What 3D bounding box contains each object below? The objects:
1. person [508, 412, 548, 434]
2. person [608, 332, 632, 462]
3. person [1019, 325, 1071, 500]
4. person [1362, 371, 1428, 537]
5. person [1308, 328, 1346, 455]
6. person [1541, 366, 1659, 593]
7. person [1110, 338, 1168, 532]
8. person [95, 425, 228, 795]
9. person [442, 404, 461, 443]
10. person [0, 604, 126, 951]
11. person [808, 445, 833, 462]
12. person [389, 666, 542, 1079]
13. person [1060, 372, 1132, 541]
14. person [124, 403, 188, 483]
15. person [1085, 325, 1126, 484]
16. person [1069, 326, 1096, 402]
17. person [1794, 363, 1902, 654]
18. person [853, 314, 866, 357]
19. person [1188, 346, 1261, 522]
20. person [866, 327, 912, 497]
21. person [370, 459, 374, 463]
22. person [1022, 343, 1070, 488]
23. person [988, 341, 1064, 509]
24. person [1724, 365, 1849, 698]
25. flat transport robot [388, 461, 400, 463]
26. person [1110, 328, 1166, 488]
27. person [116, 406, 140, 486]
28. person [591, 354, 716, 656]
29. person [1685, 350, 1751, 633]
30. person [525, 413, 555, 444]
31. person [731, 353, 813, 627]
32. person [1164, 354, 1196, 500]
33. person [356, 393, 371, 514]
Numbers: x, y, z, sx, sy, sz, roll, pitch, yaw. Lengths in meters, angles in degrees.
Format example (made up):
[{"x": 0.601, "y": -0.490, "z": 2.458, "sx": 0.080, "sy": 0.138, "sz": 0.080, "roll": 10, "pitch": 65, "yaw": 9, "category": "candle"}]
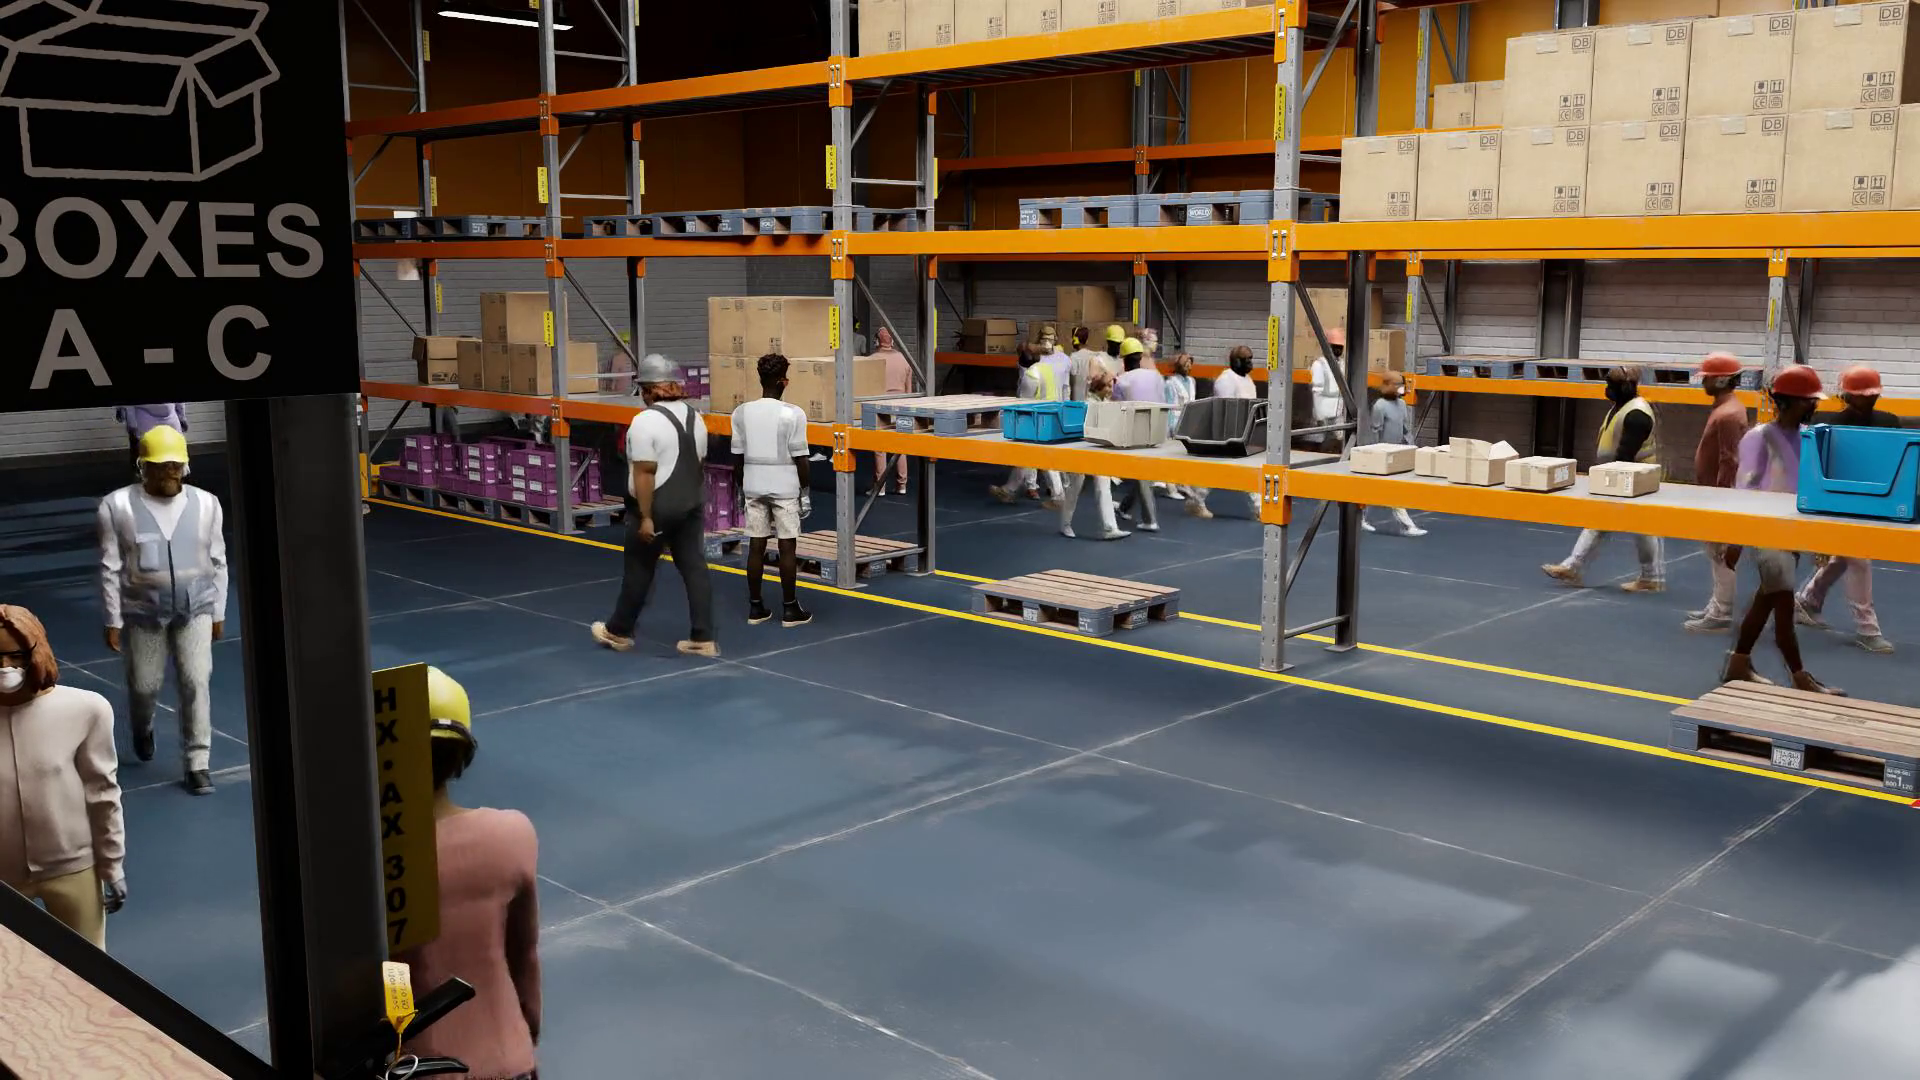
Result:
[{"x": -6.706, "y": -2.577, "z": 25.775, "sx": 0.662, "sy": 1.888, "sz": 0.492, "roll": 8, "pitch": 12, "yaw": 41, "category": "person"}, {"x": -4.417, "y": -1.877, "z": 21.950, "sx": 0.411, "sy": 1.728, "sz": 0.561, "roll": 4, "pitch": 10, "yaw": 21, "category": "person"}, {"x": 0.953, "y": -1.413, "z": 18.495, "sx": 0.635, "sy": 1.936, "sz": 0.353, "roll": -4, "pitch": 10, "yaw": -23, "category": "person"}, {"x": 4.140, "y": -0.834, "z": 16.002, "sx": 0.854, "sy": 1.587, "sz": 0.514, "roll": 8, "pitch": 12, "yaw": 41, "category": "person"}, {"x": 4.200, "y": -1.416, "z": 18.634, "sx": 0.568, "sy": 1.891, "sz": 0.930, "roll": -6, "pitch": 11, "yaw": -32, "category": "person"}, {"x": 5.124, "y": -0.467, "z": 13.127, "sx": 0.937, "sy": 1.794, "sz": 0.628, "roll": 1, "pitch": 9, "yaw": 4, "category": "person"}, {"x": 1.684, "y": -1.046, "z": 16.427, "sx": 0.600, "sy": 1.870, "sz": 0.981, "roll": -5, "pitch": 11, "yaw": -29, "category": "person"}, {"x": -3.930, "y": 0.324, "z": 8.225, "sx": 0.598, "sy": 1.812, "sz": 0.715, "roll": -6, "pitch": 11, "yaw": -34, "category": "person"}, {"x": -6.625, "y": -1.720, "z": 21.413, "sx": 0.775, "sy": 1.596, "sz": 0.511, "roll": -1, "pitch": 9, "yaw": -7, "category": "person"}, {"x": -2.672, "y": 0.978, "z": 4.790, "sx": 0.493, "sy": 1.625, "sz": 0.282, "roll": -5, "pitch": 10, "yaw": -28, "category": "person"}, {"x": -1.751, "y": -1.992, "z": 22.099, "sx": 0.593, "sy": 1.920, "sz": 0.391, "roll": 6, "pitch": 11, "yaw": 31, "category": "person"}, {"x": -1.103, "y": 1.135, "z": 3.506, "sx": 0.453, "sy": 1.735, "sz": 0.548, "roll": 8, "pitch": 12, "yaw": 42, "category": "person"}, {"x": 1.258, "y": -0.785, "z": 15.693, "sx": 0.824, "sy": 1.582, "sz": 0.586, "roll": 9, "pitch": 13, "yaw": 43, "category": "person"}, {"x": -8.686, "y": -1.303, "z": 17.999, "sx": 0.536, "sy": 1.882, "sz": 0.717, "roll": 7, "pitch": 12, "yaw": 38, "category": "person"}, {"x": 1.790, "y": -1.615, "z": 19.833, "sx": 0.618, "sy": 1.905, "sz": 0.509, "roll": -5, "pitch": 11, "yaw": -29, "category": "person"}, {"x": 1.524, "y": -1.741, "z": 20.793, "sx": 0.424, "sy": 1.854, "sz": 0.514, "roll": 7, "pitch": 12, "yaw": 38, "category": "person"}, {"x": 6.110, "y": -0.261, "z": 11.453, "sx": 0.625, "sy": 1.944, "sz": 1.036, "roll": -2, "pitch": 9, "yaw": -12, "category": "person"}, {"x": -1.654, "y": -2.552, "z": 25.676, "sx": 0.519, "sy": 1.873, "sz": 0.328, "roll": 2, "pitch": 10, "yaw": 14, "category": "person"}, {"x": 2.760, "y": -1.079, "z": 16.903, "sx": 0.972, "sy": 1.799, "sz": 0.622, "roll": 8, "pitch": 12, "yaw": 42, "category": "person"}, {"x": -0.850, "y": -1.435, "z": 18.725, "sx": 0.650, "sy": 1.906, "sz": 0.401, "roll": -6, "pitch": 11, "yaw": -33, "category": "person"}, {"x": -7.869, "y": -1.695, "z": 20.883, "sx": 0.531, "sy": 1.726, "sz": 0.856, "roll": 8, "pitch": 12, "yaw": 40, "category": "person"}, {"x": 1.070, "y": -1.431, "z": 19.302, "sx": 0.848, "sy": 1.712, "sz": 0.487, "roll": 8, "pitch": 13, "yaw": 42, "category": "person"}, {"x": 0.721, "y": -1.222, "z": 17.781, "sx": 0.979, "sy": 1.784, "sz": 0.637, "roll": 4, "pitch": 10, "yaw": 22, "category": "person"}, {"x": 4.919, "y": -0.024, "z": 9.798, "sx": 0.637, "sy": 1.995, "sz": 0.943, "roll": -5, "pitch": 10, "yaw": -27, "category": "person"}, {"x": -6.388, "y": -0.886, "z": 20.353, "sx": 0.652, "sy": 0.197, "sz": 1.431, "roll": 7, "pitch": 12, "yaw": 37, "category": "flat transport robot"}, {"x": 2.094, "y": -1.524, "z": 19.344, "sx": 0.706, "sy": 1.883, "sz": 0.667, "roll": 3, "pitch": 10, "yaw": 15, "category": "person"}, {"x": -9.380, "y": -1.559, "z": 19.211, "sx": 0.684, "sy": 2.000, "sz": 0.666, "roll": 0, "pitch": 9, "yaw": 2, "category": "person"}, {"x": -2.034, "y": -0.253, "z": 11.066, "sx": 0.972, "sy": 2.000, "sz": 0.701, "roll": 6, "pitch": 11, "yaw": 33, "category": "person"}, {"x": 5.357, "y": -0.343, "z": 11.763, "sx": 0.402, "sy": 1.990, "sz": 0.622, "roll": 4, "pitch": 10, "yaw": 25, "category": "person"}, {"x": -4.951, "y": -1.624, "z": 20.018, "sx": 0.603, "sy": 1.859, "sz": 0.703, "roll": -4, "pitch": 10, "yaw": -22, "category": "person"}, {"x": -1.337, "y": -0.356, "z": 11.922, "sx": 0.610, "sy": 1.965, "sz": 0.363, "roll": 4, "pitch": 10, "yaw": 21, "category": "person"}, {"x": 2.468, "y": -1.241, "z": 18.376, "sx": 0.547, "sy": 1.619, "sz": 0.463, "roll": -9, "pitch": 13, "yaw": -43, "category": "person"}, {"x": -6.415, "y": -1.210, "z": 17.419, "sx": 0.356, "sy": 1.882, "sz": 0.574, "roll": -3, "pitch": 10, "yaw": -19, "category": "person"}]
